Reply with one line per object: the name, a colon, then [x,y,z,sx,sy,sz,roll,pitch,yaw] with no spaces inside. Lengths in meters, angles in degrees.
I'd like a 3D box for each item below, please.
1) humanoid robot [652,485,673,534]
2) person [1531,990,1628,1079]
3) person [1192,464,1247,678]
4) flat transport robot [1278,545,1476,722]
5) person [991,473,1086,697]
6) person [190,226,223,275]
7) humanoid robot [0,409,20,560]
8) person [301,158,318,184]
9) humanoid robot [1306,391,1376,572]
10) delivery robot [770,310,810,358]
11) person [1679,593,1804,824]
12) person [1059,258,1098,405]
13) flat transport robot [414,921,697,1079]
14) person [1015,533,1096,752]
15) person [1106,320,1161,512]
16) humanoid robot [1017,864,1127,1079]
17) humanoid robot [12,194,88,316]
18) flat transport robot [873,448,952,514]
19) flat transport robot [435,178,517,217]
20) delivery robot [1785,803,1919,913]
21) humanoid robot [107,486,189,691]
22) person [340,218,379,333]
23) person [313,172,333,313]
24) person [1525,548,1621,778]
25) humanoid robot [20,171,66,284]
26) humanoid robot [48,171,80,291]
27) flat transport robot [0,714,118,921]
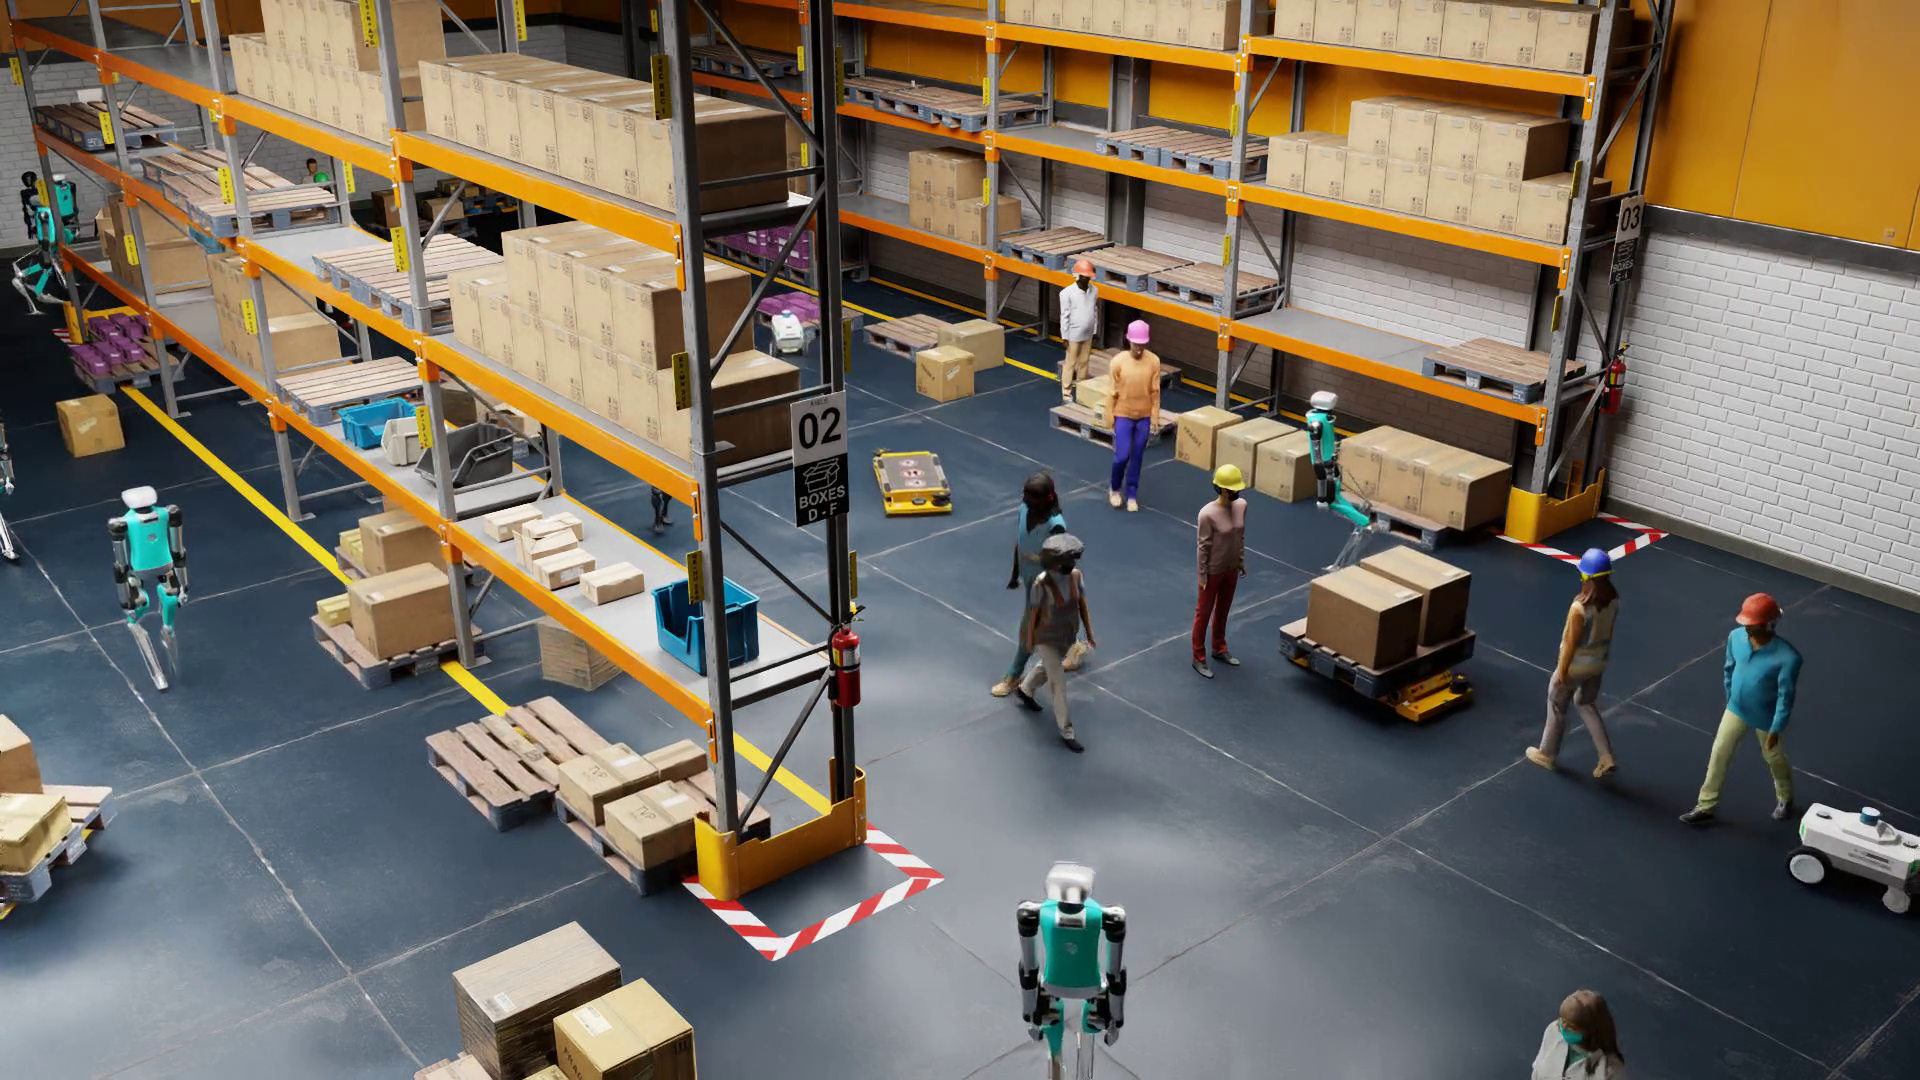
humanoid robot: [-2.859,-0.886,15.933,0.589,1.632,0.517,-12,26,-25]
person: [2.860,2.710,7.636,0.640,1.634,0.527,-13,27,-28]
person: [2.080,0.227,13.229,0.521,1.768,0.309,-18,29,-36]
flat transport robot: [3.312,1.013,13.298,0.659,0.231,1.431,-16,28,-33]
person: [0.662,0.299,12.996,0.929,1.827,0.561,-15,28,-32]
person: [-10.182,-3.814,22.624,0.691,1.739,0.534,19,30,38]
humanoid robot: [-8.891,-0.615,15.047,0.533,1.677,0.735,-18,29,-36]
person: [-9.839,-5.015,25.499,0.438,1.660,0.286,-18,29,-36]
humanoid robot: [3.456,-0.446,14.816,0.840,1.748,0.555,9,25,20]
delivery robot: [-2.221,-2.640,21.409,0.499,0.606,0.781,-5,24,-11]
person: [5.396,1.132,11.229,0.890,1.701,0.583,-12,26,-25]
person: [1.399,-2.409,19.345,0.558,1.753,0.321,-18,29,-36]
flat transport robot: [-2.079,3.096,8.474,1.431,0.231,0.659,-18,29,-36]
person: [0.688,0.672,12.348,0.447,1.644,0.868,-16,28,-33]
person: [1.706,-1.211,16.307,0.522,1.966,0.441,-5,24,-12]
humanoid robot: [0.580,2.310,8.470,0.552,1.796,0.752,3,24,7]
humanoid robot: [-12.557,-3.816,22.614,1.004,1.728,0.542,-10,25,-22]
flat transport robot: [-0.503,-0.612,17.060,0.659,0.231,1.431,-3,24,-7]
flat transport robot: [-8.538,-5.804,29.083,1.431,0.231,0.659,-18,29,-36]
delivery robot: [5.761,1.996,10.682,0.810,0.612,0.499,19,30,37]
humanoid robot: [-6.325,0.423,12.951,0.749,1.878,0.536,21,31,39]
person: [-8.104,-3.641,22.156,0.652,1.804,0.376,6,24,13]
person: [-8.786,-4.154,23.168,0.529,1.931,0.410,-18,29,-36]
person: [4.409,0.888,11.702,0.484,1.755,0.640,-11,26,-23]
humanoid robot: [-13.544,-4.627,24.578,0.600,1.648,0.312,6,24,14]
humanoid robot: [-13.155,-4.469,24.157,0.797,1.791,0.534,8,25,18]
flat transport robot: [-6.250,2.142,10.683,0.659,0.231,1.431,1,23,3]
